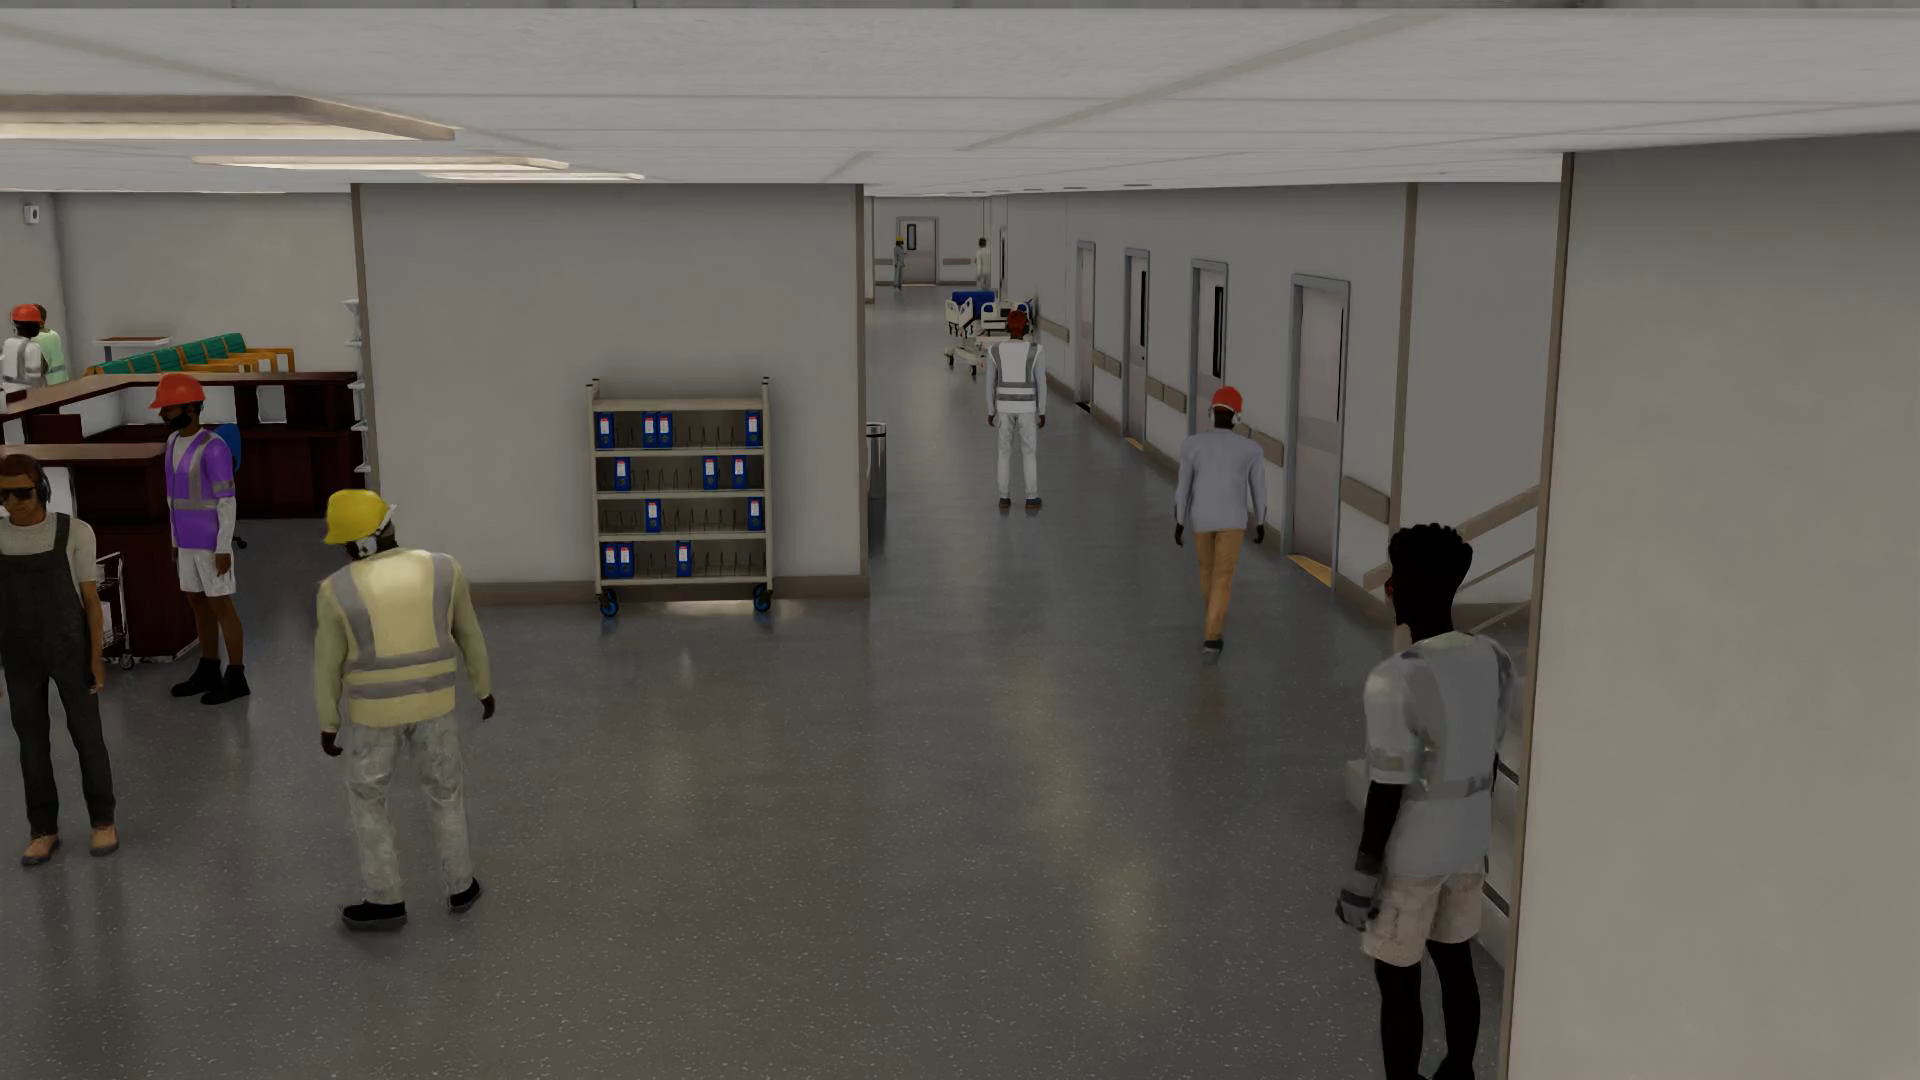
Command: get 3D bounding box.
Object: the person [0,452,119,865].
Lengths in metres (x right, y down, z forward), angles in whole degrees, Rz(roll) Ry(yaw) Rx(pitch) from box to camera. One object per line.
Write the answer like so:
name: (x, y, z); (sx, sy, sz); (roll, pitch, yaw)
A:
person: (-4.037, 0.521, 7.325); (0.509, 1.840, 0.347); (-4, 12, -18)

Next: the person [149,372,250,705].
person: (-4.428, -0.006, 9.644); (0.551, 1.934, 0.373); (8, 14, 35)

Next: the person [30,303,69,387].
person: (-9.526, -1.541, 17.372); (0.396, 1.847, 0.564); (-1, 12, -5)

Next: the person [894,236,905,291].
person: (-1.941, -8.927, 53.714); (0.305, 1.743, 0.494); (7, 14, 32)

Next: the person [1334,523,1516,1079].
person: (1.396, 0.919, 5.071); (0.654, 1.959, 0.393); (-9, 15, -38)

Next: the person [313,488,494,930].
person: (-2.219, 0.665, 6.727); (0.734, 1.804, 0.407); (-7, 14, -32)

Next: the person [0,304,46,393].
person: (-9.223, -1.347, 16.280); (0.557, 1.910, 0.697); (7, 13, 30)

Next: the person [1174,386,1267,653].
person: (1.740, -0.160, 10.983); (0.578, 1.697, 0.930); (5, 13, 23)

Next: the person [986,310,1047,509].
person: (0.538, -1.231, 15.765); (0.575, 1.883, 0.362); (3, 12, 15)
